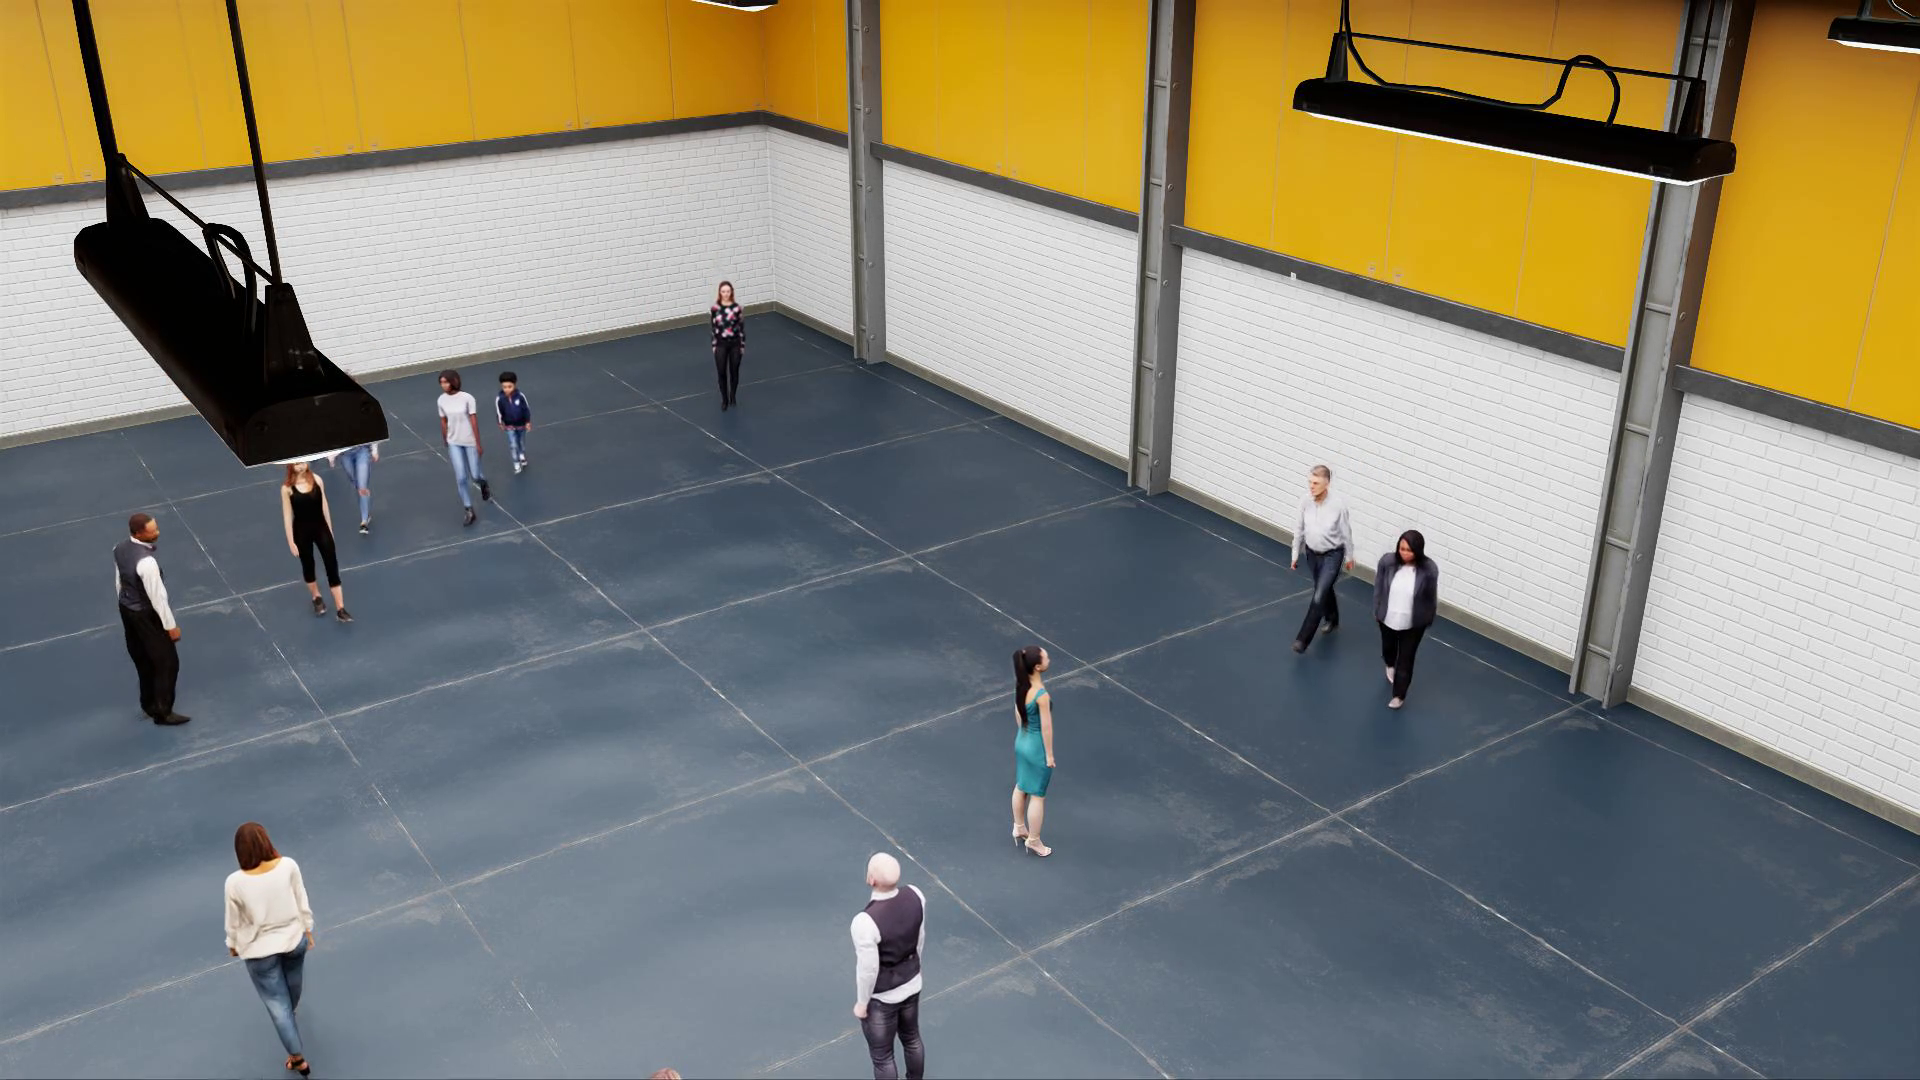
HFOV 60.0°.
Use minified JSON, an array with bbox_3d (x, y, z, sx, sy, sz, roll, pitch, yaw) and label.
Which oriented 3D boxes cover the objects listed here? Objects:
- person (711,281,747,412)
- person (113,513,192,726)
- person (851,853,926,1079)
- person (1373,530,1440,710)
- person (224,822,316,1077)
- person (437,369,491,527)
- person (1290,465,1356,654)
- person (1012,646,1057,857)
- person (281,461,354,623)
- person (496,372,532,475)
[{"bbox_3d":[-2.989,-2.537,21.455,0.774,1.665,0.877,-4,24,-8],"label":"person"},{"bbox_3d":[-6.875,0.635,13.917,0.711,1.890,0.984,9,25,19],"label":"person"},{"bbox_3d":[-0.403,2.583,9.546,0.685,1.823,0.742,19,30,37],"label":"person"},{"bbox_3d":[3.838,0.611,14.362,1.107,1.578,1.076,8,25,18],"label":"person"},{"bbox_3d":[-4.091,2.484,9.986,0.646,1.650,1.004,-16,28,-33],"label":"person"},{"bbox_3d":[-5.341,-1.038,17.981,0.905,1.701,1.009,0,24,1],"label":"person"},{"bbox_3d":[3.375,0.134,15.217,1.134,1.766,0.875,20,30,38],"label":"person"},{"bbox_3d":[0.535,1.524,12.138,0.639,1.686,0.443,-12,27,-26],"label":"person"},{"bbox_3d":[-6.178,-0.073,15.778,0.594,1.696,0.995,-16,28,-32],"label":"person"},{"bbox_3d":[-5.192,-1.391,19.431,0.690,1.186,0.907,-7,25,-16],"label":"person"}]
